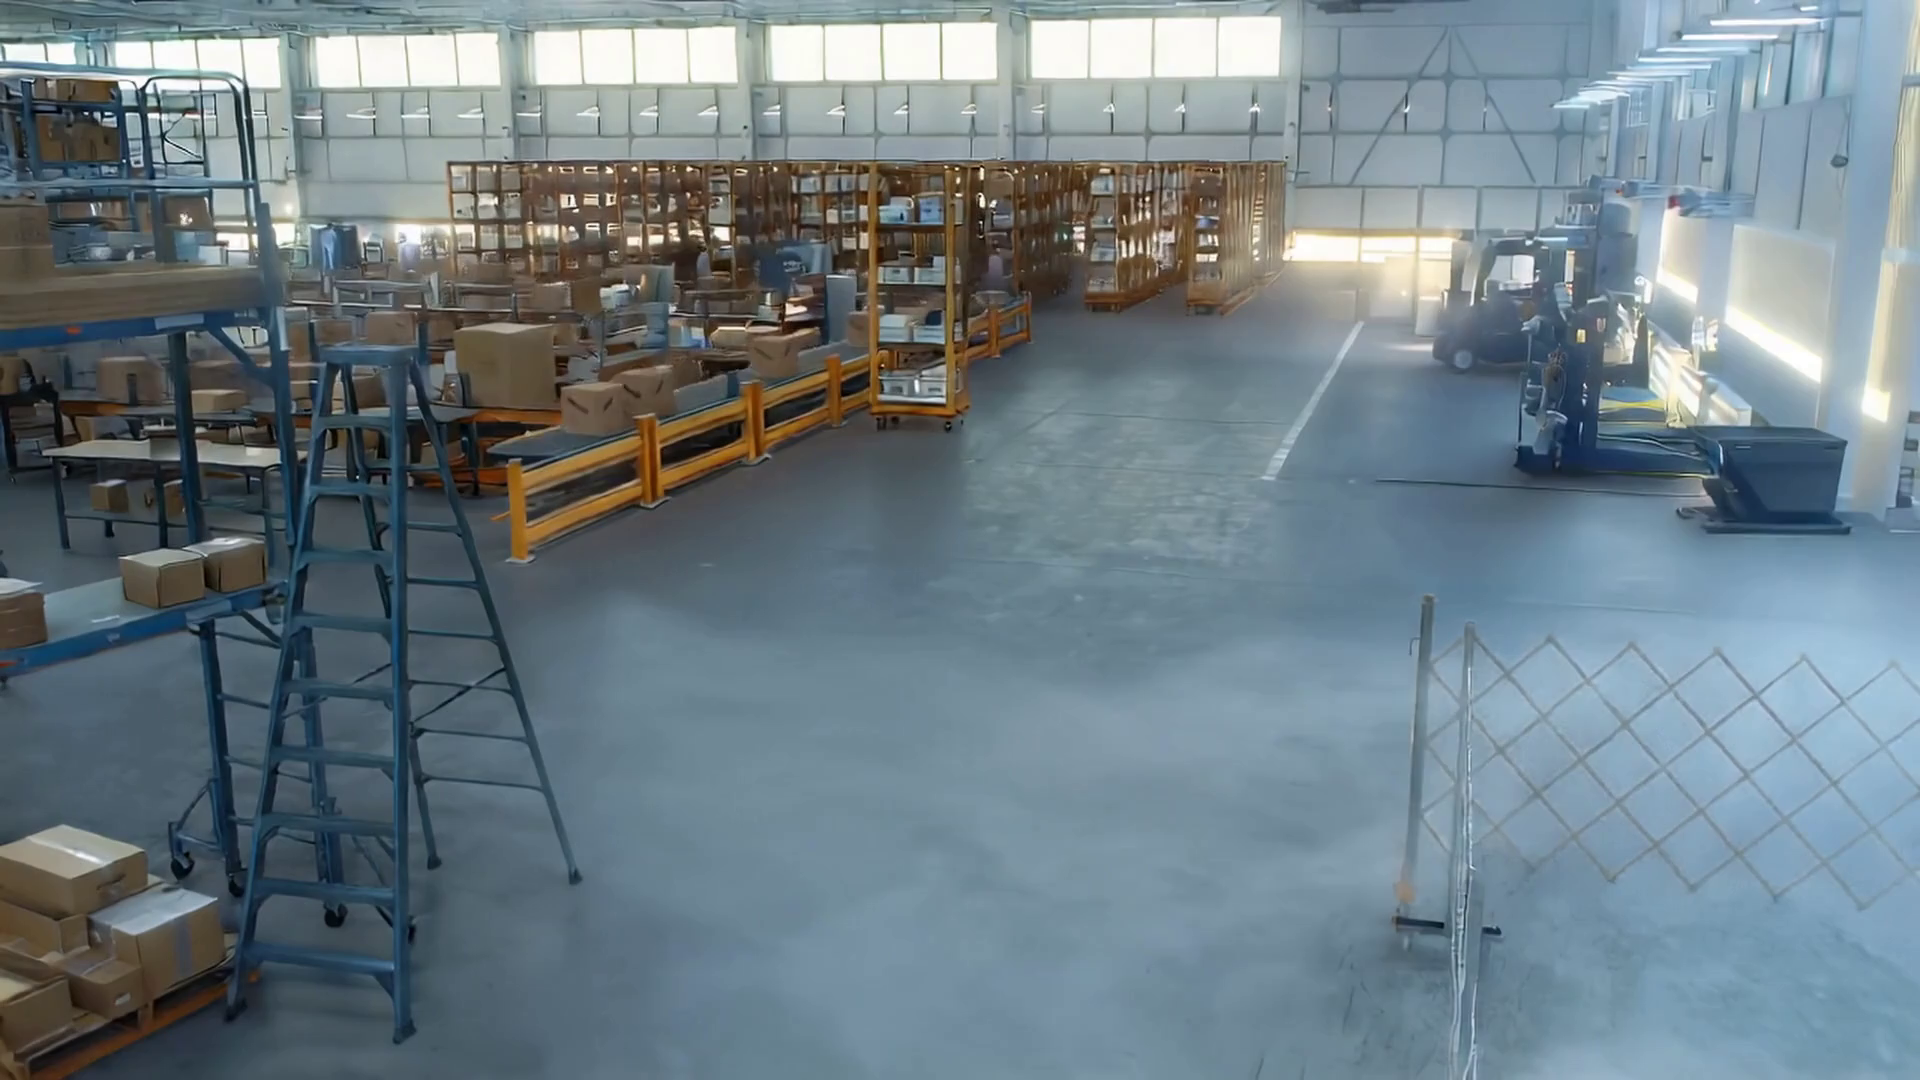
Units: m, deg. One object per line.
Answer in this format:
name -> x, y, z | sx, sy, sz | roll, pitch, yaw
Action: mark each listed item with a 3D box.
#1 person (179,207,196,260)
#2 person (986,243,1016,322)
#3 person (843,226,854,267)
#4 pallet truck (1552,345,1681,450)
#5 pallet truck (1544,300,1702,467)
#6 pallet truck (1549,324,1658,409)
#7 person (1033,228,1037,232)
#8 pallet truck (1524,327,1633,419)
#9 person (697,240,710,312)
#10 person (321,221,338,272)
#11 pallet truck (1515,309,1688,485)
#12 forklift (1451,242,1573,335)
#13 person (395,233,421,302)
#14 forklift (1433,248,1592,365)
person -> -27.894, -11.067, 60.149 | 0.615, 1.932, 0.637 | 5, 14, 20
person -> 0.847, -5.872, 38.012 | 0.989, 1.793, 0.591 | 6, 14, 23
person -> -3.361, -8.709, 49.716 | 0.397, 2.044, 0.609 | 3, 13, 14
pallet truck -> 8.641, -1.896, 21.908 | 1.630, 1.274, 0.653 | 4, 14, 16
pallet truck -> 8.263, -1.952, 20.631 | 1.885, 1.965, 0.823 | 5, 14, 20
pallet truck -> 9.824, -2.669, 25.407 | 1.601, 1.201, 0.680 | 4, 14, 16
person -> 2.215, -8.267, 47.921 | 0.401, 1.989, 0.623 | -2, 13, -10
pallet truck -> 9.065, -2.460, 24.370 | 1.522, 1.261, 0.704 | 3, 13, 14
person -> -6.243, -6.413, 40.461 | 0.300, 1.749, 0.566 | -5, 14, -20
person -> -20.690, -9.613, 54.503 | 0.518, 1.639, 0.312 | 4, 14, 15
pallet truck -> 7.554, -1.677, 19.446 | 1.885, 1.965, 0.823 | 3, 13, 14
forklift -> 10.464, -4.597, 31.405 | 2.680, 1.987, 1.157 | 4, 14, 16
person -> -14.327, -7.043, 43.052 | 0.820, 1.811, 0.594 | 5, 14, 20
forklift -> 9.780, -4.111, 29.280 | 2.680, 1.987, 1.157 | 3, 13, 14
